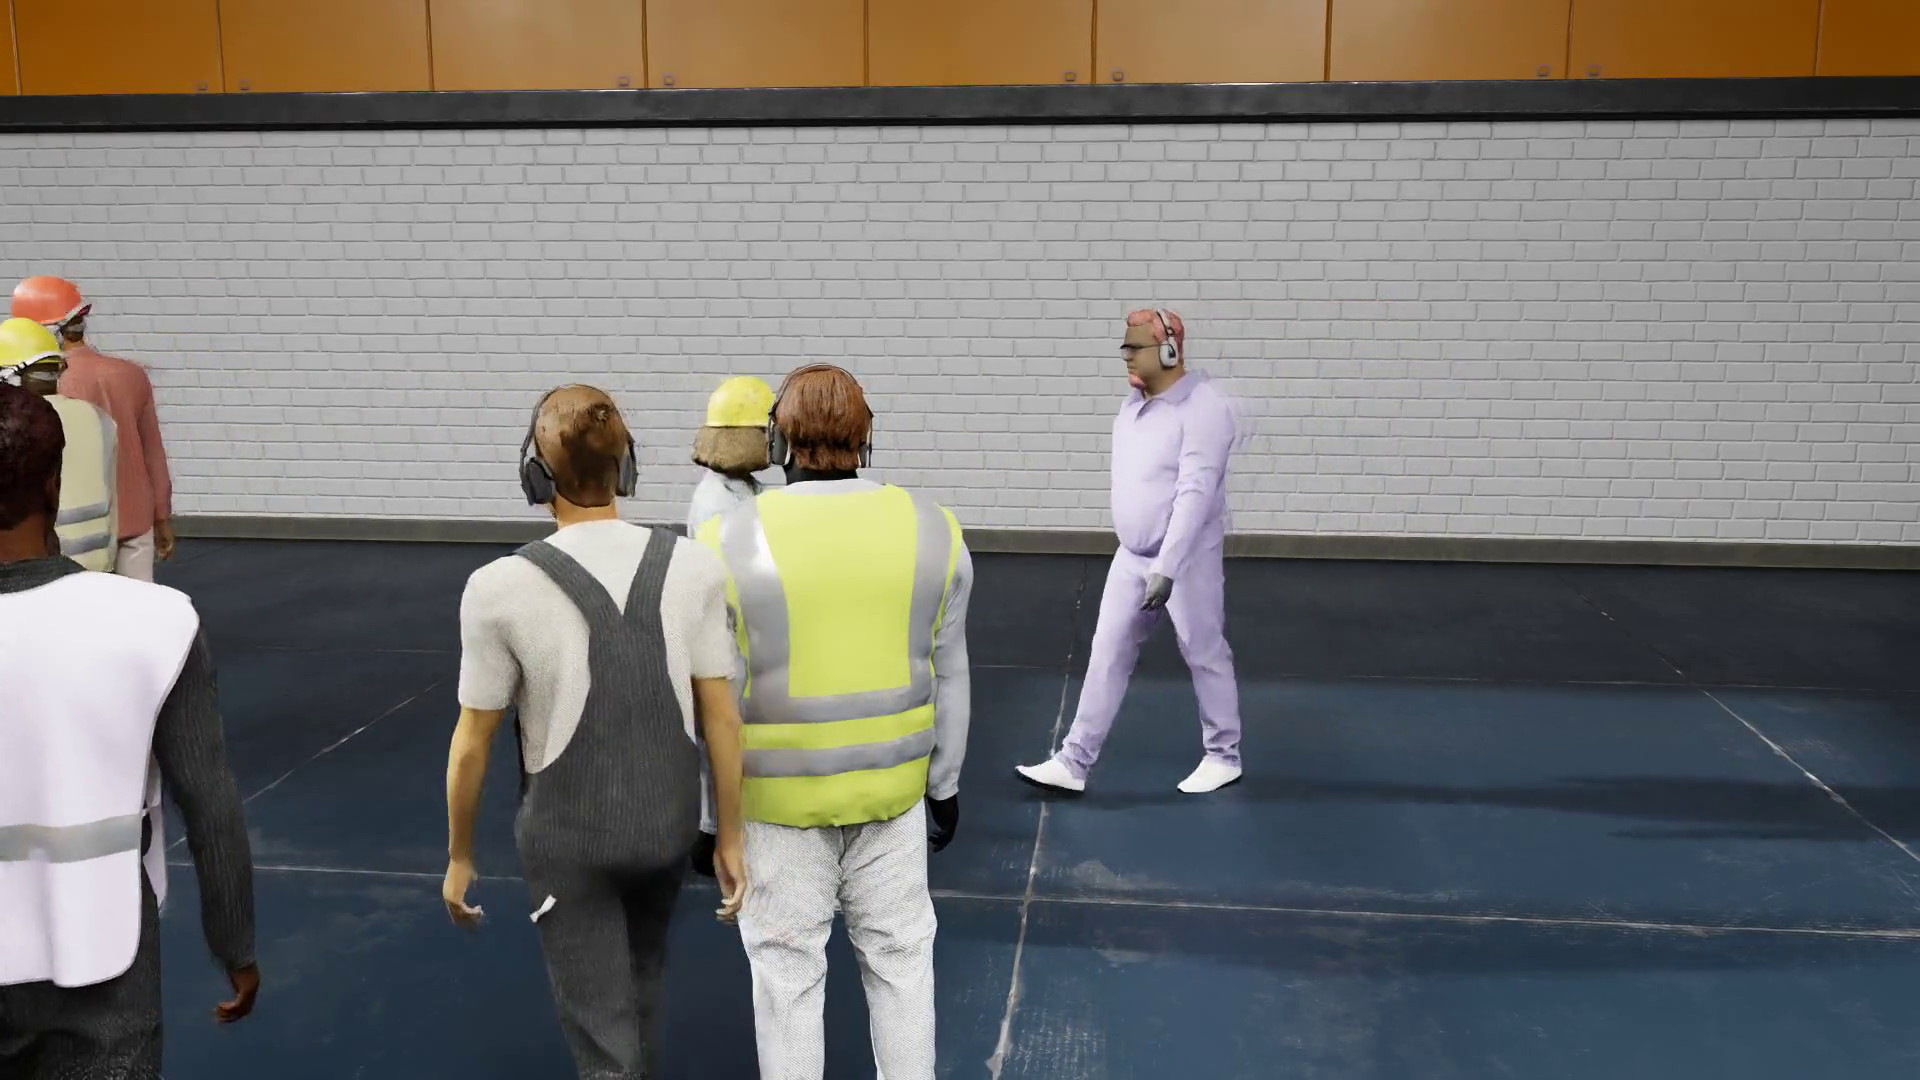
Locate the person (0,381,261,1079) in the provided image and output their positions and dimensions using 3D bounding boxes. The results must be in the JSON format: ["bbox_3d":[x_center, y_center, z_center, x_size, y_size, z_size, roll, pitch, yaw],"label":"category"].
[{"bbox_3d":[-1.489,0.680,2.718,0.609,1.876,1.006,-3,10,-18],"label":"person"}]

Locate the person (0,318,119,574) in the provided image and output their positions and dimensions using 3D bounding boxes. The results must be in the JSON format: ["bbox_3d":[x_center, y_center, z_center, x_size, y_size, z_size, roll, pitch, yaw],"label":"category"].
[{"bbox_3d":[-3.347,0.103,6.125,0.404,1.827,0.600,2,10,13],"label":"person"}]

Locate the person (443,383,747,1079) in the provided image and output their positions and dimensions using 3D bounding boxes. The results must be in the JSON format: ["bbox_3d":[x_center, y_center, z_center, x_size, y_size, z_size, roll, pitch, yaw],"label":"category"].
[{"bbox_3d":[-0.754,0.598,3.331,0.540,1.812,0.804,-6,12,-32],"label":"person"}]

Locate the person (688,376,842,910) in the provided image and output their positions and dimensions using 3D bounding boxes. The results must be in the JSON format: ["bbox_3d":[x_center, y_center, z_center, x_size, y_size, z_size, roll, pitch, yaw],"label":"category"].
[{"bbox_3d":[-0.734,0.345,5.105,0.882,1.702,0.485,2,10,11],"label":"person"}]

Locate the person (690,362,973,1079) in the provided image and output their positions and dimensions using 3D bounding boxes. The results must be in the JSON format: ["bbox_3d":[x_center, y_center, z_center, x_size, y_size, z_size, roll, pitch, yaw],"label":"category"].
[{"bbox_3d":[-0.285,0.543,3.572,0.633,1.841,0.429,-4,11,-22],"label":"person"}]

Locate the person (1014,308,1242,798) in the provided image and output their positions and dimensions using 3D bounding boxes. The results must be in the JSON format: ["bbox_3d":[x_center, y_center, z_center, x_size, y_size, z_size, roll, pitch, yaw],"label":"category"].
[{"bbox_3d":[0.693,0.079,6.197,0.966,1.856,0.642,-6,12,-31],"label":"person"}]

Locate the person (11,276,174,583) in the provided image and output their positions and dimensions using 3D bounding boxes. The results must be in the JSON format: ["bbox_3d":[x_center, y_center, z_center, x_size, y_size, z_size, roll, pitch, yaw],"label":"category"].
[{"bbox_3d":[-3.443,-0.053,6.655,0.403,1.968,0.713,5,11,25],"label":"person"}]
